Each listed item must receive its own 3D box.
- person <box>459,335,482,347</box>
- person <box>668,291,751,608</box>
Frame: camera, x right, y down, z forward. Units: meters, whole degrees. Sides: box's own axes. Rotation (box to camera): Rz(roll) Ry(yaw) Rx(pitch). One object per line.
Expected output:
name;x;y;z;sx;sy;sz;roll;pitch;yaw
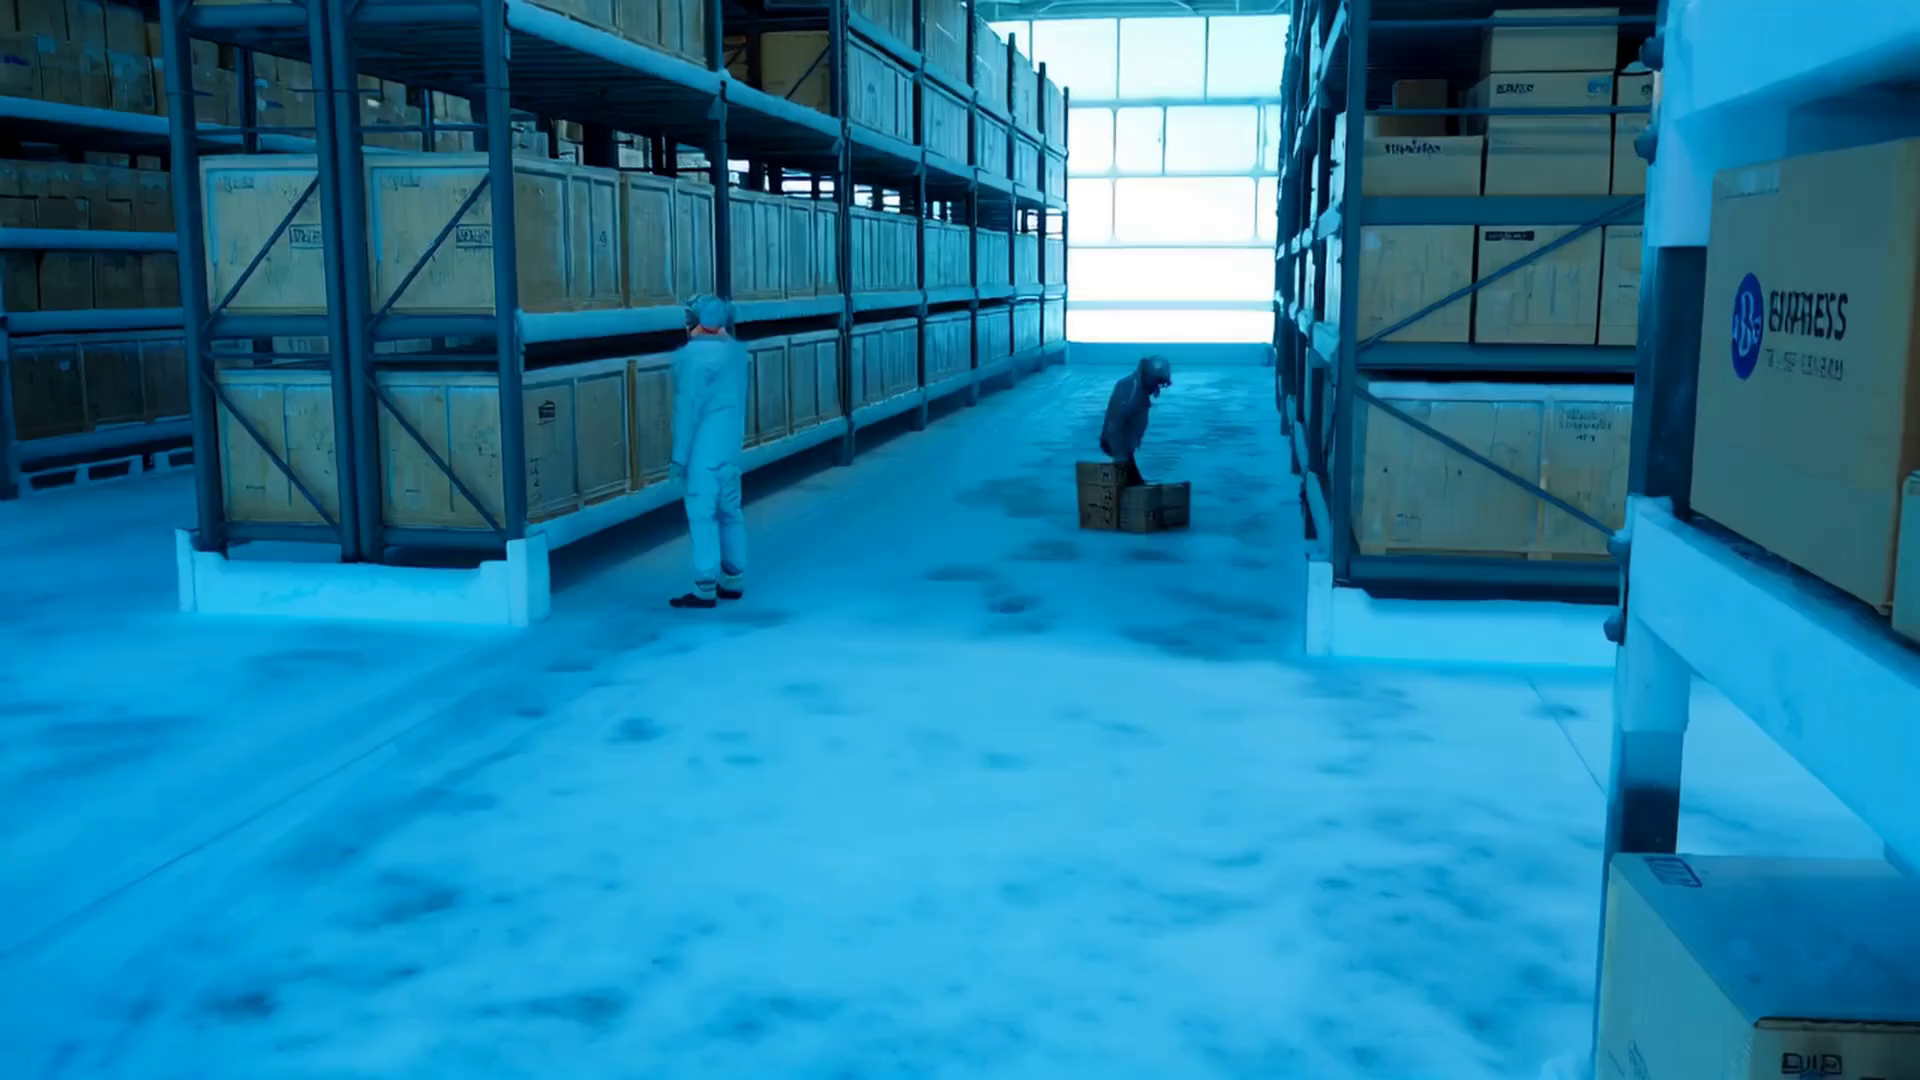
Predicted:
person;-5.155;-1.853;18.196;0.651;1.906;0.403;-5;10;-27
person;-1.546;-0.546;10.084;0.410;1.909;0.642;5;10;28
